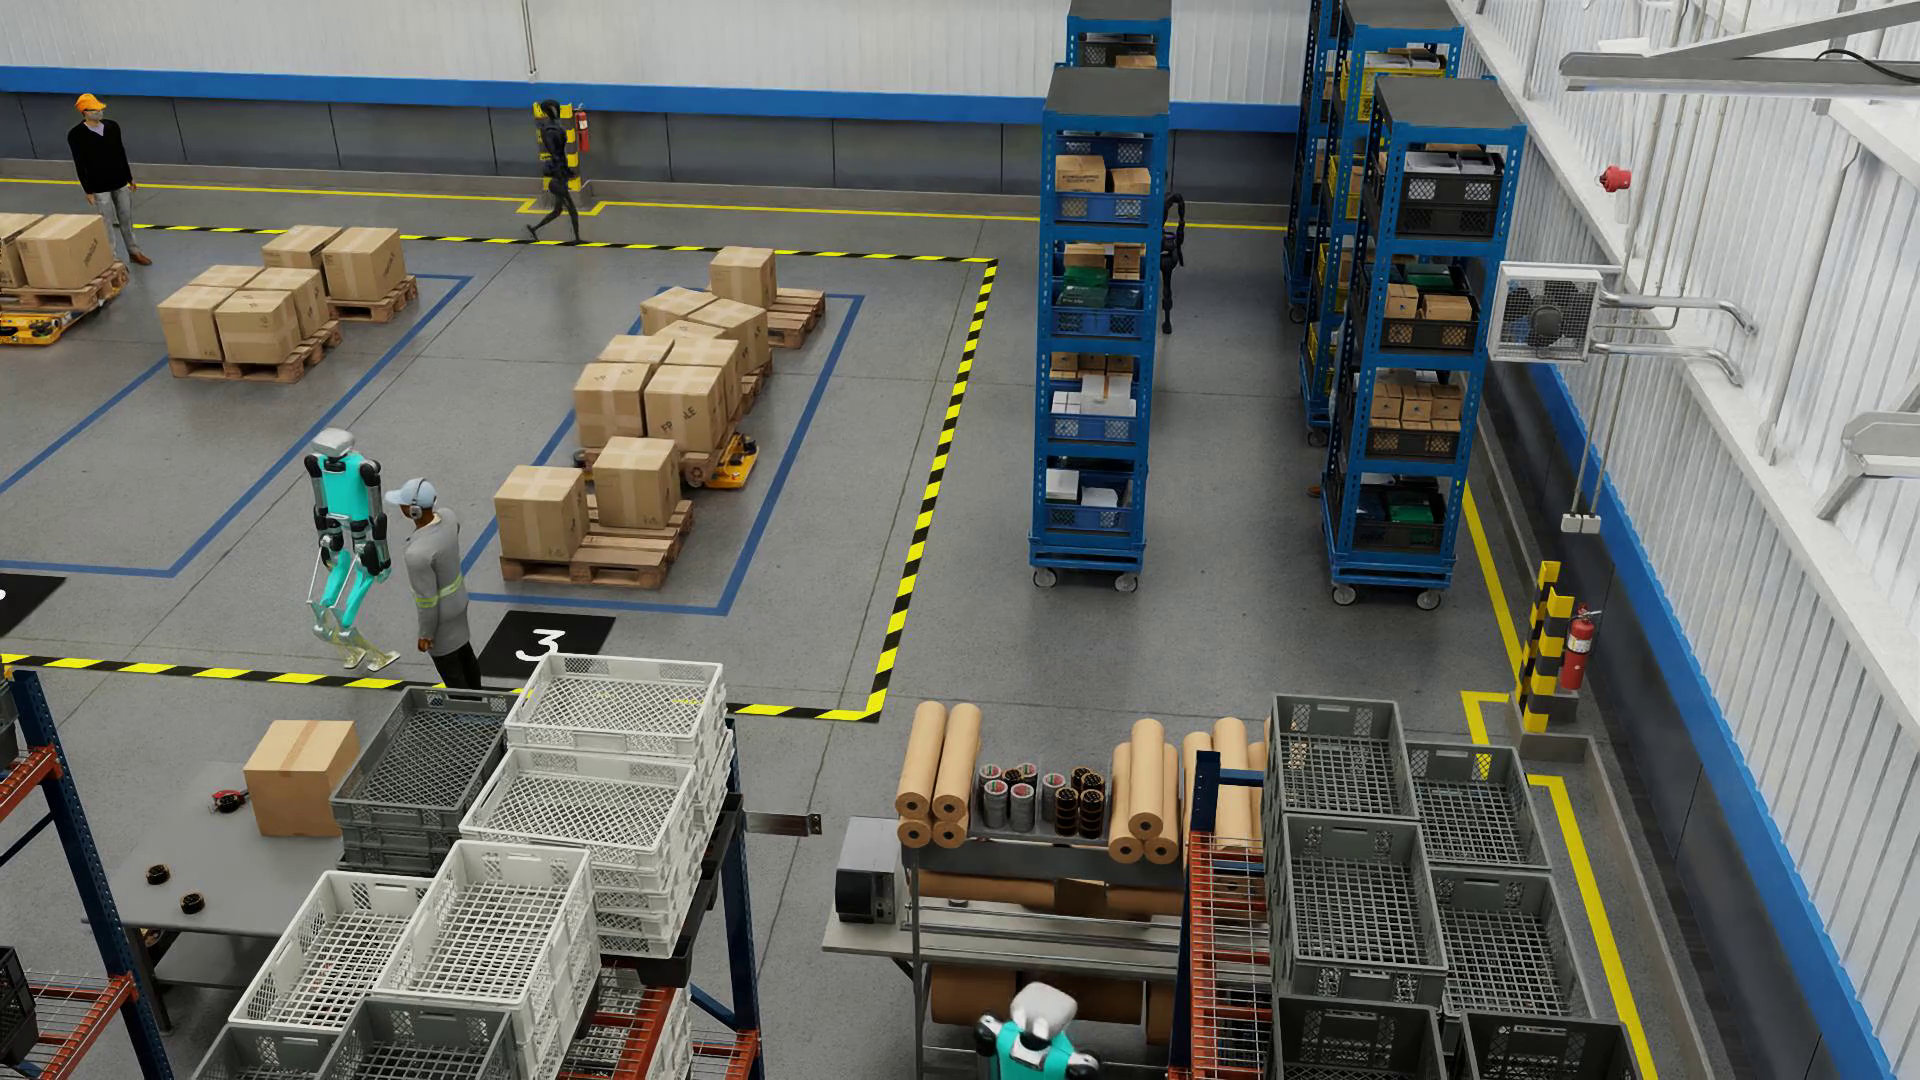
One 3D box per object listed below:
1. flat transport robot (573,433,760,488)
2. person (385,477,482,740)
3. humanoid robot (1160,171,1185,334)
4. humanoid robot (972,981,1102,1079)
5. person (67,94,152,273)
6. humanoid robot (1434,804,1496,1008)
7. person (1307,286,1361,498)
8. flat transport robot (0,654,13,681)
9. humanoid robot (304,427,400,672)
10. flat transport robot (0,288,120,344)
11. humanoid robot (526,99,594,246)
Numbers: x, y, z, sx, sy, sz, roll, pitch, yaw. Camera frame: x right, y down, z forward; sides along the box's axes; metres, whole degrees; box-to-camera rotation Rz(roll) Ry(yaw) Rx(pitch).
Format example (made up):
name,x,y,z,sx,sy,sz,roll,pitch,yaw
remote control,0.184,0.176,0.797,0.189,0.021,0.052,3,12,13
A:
name,x,y,z,sx,sy,sz,roll,pitch,yaw
flat transport robot,-2.445,-0.701,13.850,1.431,0.197,0.652,3,30,6
person,-3.248,0.432,10.358,0.366,1.852,0.589,2,30,3
humanoid robot,1.885,-2.797,16.062,0.599,1.657,0.315,-5,31,-8
humanoid robot,0.402,2.482,7.059,0.540,1.894,0.743,14,33,23
person,-8.970,-3.759,17.524,0.364,1.883,0.589,16,34,25
humanoid robot,2.433,1.897,8.009,0.598,1.642,0.388,-2,30,-3
person,3.033,-1.110,12.922,0.373,1.940,0.629,-5,31,-9
flat transport robot,-7.142,0.969,11.010,1.431,0.231,0.659,3,30,6
humanoid robot,-4.055,0.150,10.823,0.533,1.677,0.735,9,31,16
flat transport robot,-9.095,-2.336,16.658,0.652,0.197,1.431,1,30,2
humanoid robot,-4.468,-4.018,18.197,0.699,1.624,0.599,-2,30,-4
